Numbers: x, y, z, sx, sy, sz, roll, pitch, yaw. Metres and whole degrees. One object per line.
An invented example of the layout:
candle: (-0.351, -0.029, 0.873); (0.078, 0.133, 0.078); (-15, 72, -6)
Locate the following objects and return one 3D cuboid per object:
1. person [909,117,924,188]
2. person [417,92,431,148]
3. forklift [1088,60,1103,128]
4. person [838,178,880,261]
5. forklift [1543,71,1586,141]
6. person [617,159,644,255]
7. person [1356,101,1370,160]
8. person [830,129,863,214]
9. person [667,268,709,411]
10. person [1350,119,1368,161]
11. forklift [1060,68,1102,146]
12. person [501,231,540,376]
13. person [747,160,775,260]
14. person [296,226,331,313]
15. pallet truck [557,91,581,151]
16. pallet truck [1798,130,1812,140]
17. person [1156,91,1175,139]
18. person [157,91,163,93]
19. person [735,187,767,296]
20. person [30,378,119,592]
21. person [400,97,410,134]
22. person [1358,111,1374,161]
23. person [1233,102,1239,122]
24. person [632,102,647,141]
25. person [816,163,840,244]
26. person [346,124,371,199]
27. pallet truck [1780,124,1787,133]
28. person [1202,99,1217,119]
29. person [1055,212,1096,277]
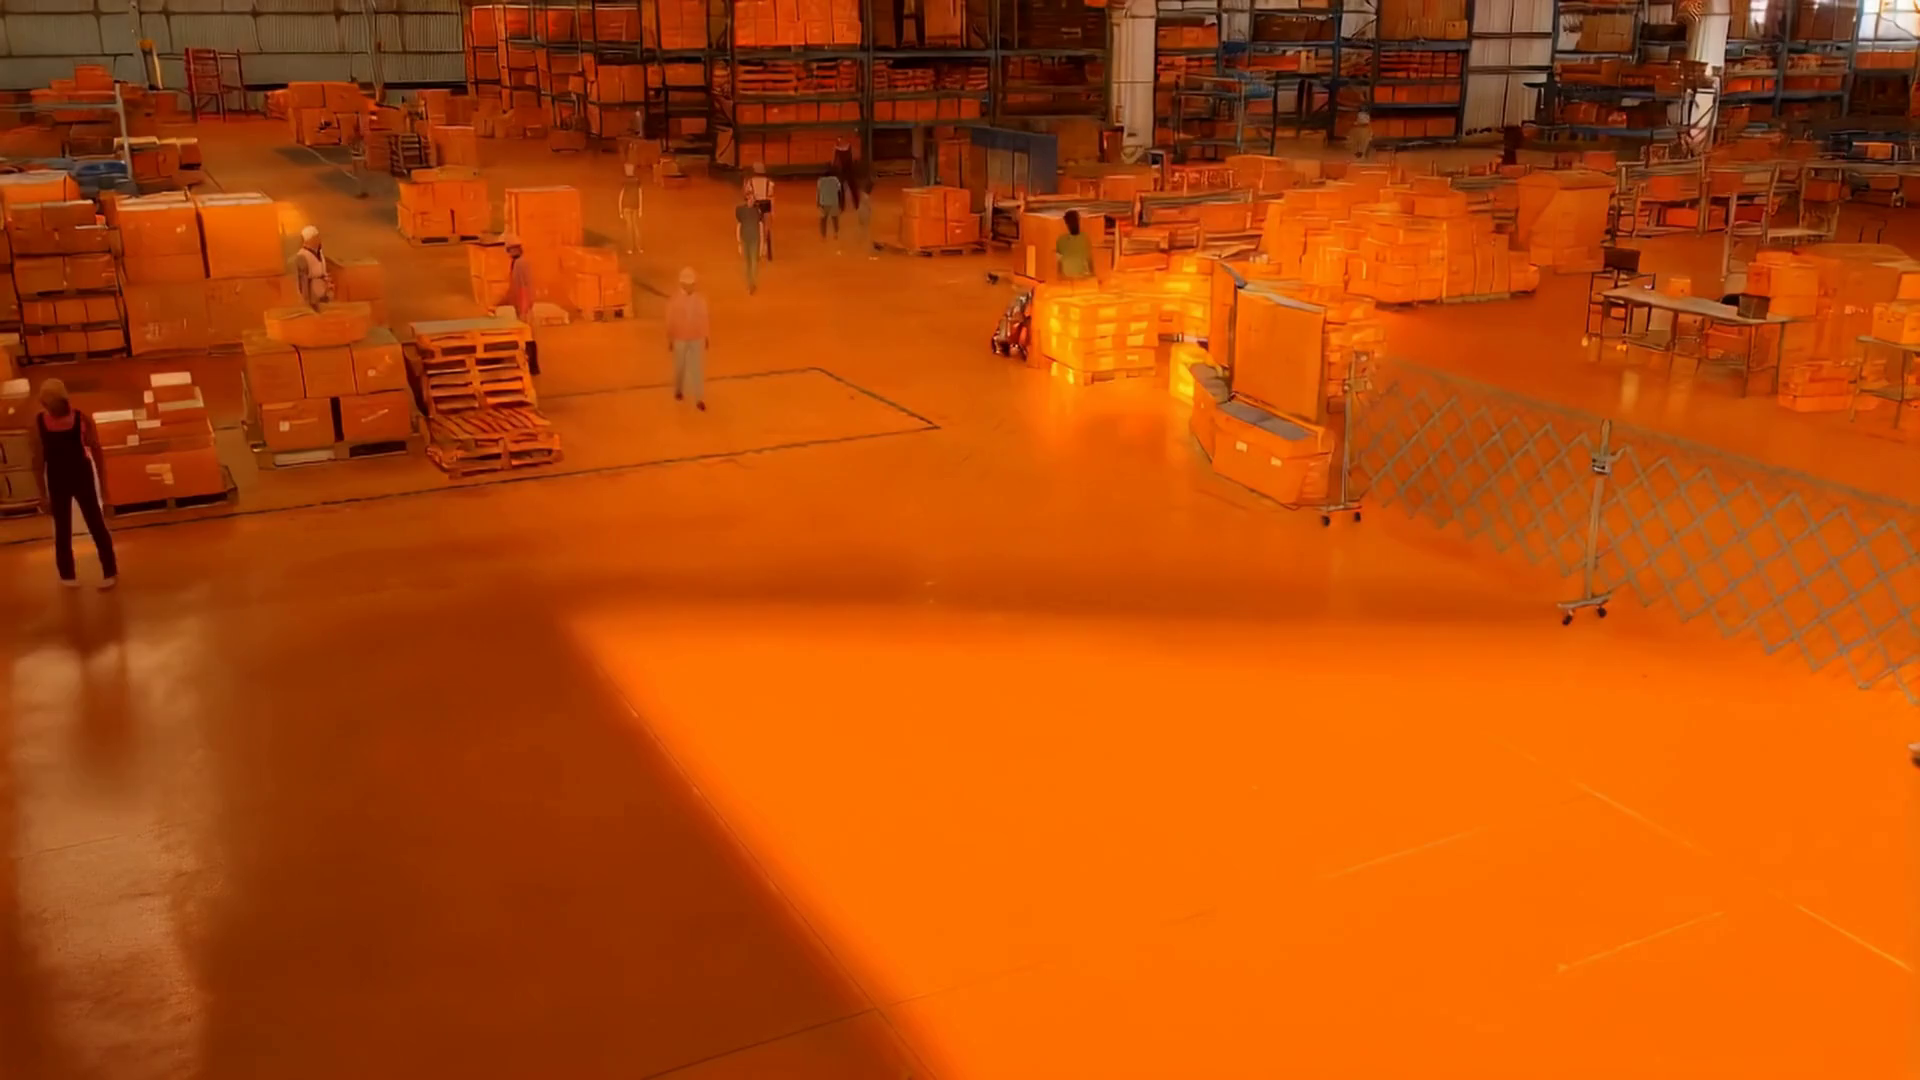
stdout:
person: (-1.135, -10.179, 44.017); (0.473, 1.977, 0.645); (0, 18, -1)
person: (-18.821, -14.745, 58.372); (0.587, 1.911, 0.397); (15, 23, 38)
forklift: (4.825, -17.670, 65.922); (1.129, 2.768, 1.873); (-10, 20, -27)
person: (-1.972, -6.215, 32.268); (0.744, 1.599, 0.516); (4, 18, 12)
forklift: (18.685, -13.231, 52.085); (1.873, 2.768, 1.129); (-9, 20, -26)
person: (-6.548, -6.608, 33.066); (0.532, 1.868, 0.310); (-10, 20, -28)
person: (12.778, -12.967, 52.800); (0.470, 1.923, 0.552); (-8, 19, -23)
person: (-2.680, -8.750, 39.467); (0.853, 2.000, 0.535); (1, 18, 4)
person: (-3.363, -2.510, 20.522); (0.532, 1.731, 0.882); (-7, 19, -20)
person: (11.366, -11.067, 47.197); (0.879, 1.721, 0.545); (-8, 19, -24)
forklift: (3.645, -14.029, 54.570); (1.873, 2.768, 1.129); (-9, 20, -26)
person: (-5.864, -3.149, 22.173); (0.373, 1.933, 0.549); (-7, 19, -21)
person: (-3.877, -6.446, 32.511); (0.537, 1.915, 0.889); (-3, 18, -10)
person: (-8.819, -3.327, 22.757); (0.392, 1.920, 0.588); (1, 18, 2)
pallet truck: (-13.495, -14.412, 57.188); (0.823, 1.965, 1.885); (-3, 18, -9)
pallet truck: (25.526, -11.556, 49.408); (1.630, 1.274, 0.653); (-9, 20, -26)
person: (7.804, -16.046, 62.475); (0.683, 1.871, 0.880); (-14, 22, -36)
person: (-31.354, -16.793, 65.247); (0.837, 1.602, 0.519); (-3, 18, -10)
person: (-3.574, -5.120, 28.460); (0.531, 1.848, 0.523); (-4, 18, -13)
person: (-7.460, -0.466, 13.972); (0.528, 1.841, 0.365); (-4, 18, -11)
person: (-20.025, -15.133, 60.012); (0.307, 1.641, 0.513); (-7, 19, -21)
person: (12.022, -11.799, 49.356); (0.868, 1.804, 0.584); (-13, 22, -35)
person: (9.952, -15.255, 59.779); (0.502, 2.019, 0.720); (7, 19, 21)
person: (-10.321, -13.303, 54.041); (0.918, 1.798, 0.655); (-8, 20, -24)
person: (-2.727, -7.002, 34.609); (0.534, 1.674, 0.769); (-7, 19, -21)
person: (-15.549, -9.741, 42.846); (0.574, 1.858, 0.731); (6, 19, 19)
pallet truck: (25.206, -12.542, 52.601); (1.601, 1.201, 0.680); (0, 18, -2)
person: (9.111, -15.388, 60.461); (0.680, 1.867, 0.856); (-11, 21, -31)
person: (1.726, -3.832, 24.344); (0.724, 1.919, 0.364); (-8, 20, -25)
